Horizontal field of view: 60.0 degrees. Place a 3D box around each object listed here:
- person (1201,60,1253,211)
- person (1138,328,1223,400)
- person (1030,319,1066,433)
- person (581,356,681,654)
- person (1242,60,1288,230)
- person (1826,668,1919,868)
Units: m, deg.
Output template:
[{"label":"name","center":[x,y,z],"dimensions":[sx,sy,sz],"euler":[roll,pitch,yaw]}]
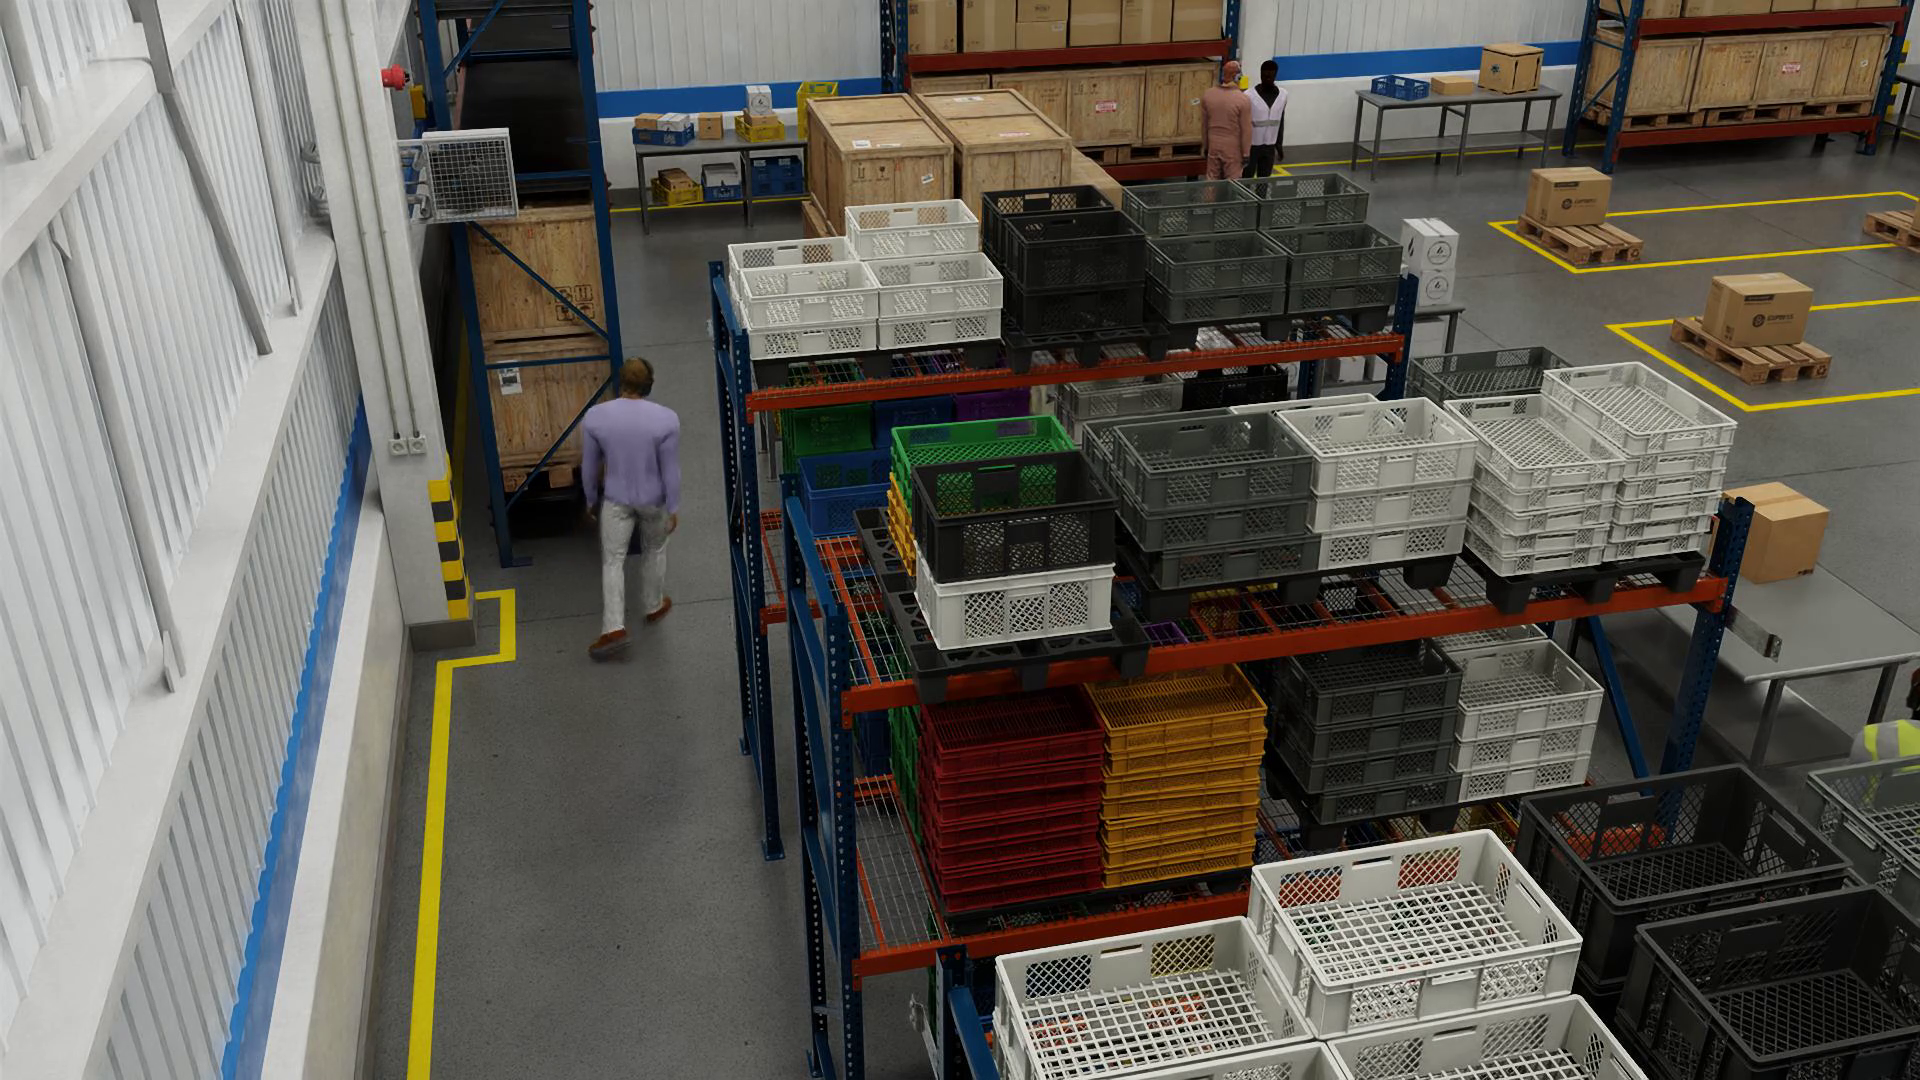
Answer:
[{"label":"person","center":[2.991,-4.384,18.594],"dimensions":[0.643,1.908,0.411],"euler":[23,35,36]},{"label":"person","center":[1.576,-0.908,12.060],"dimensions":[0.682,1.856,0.346],"euler":[3,28,6]},{"label":"person","center":[0.634,-1.291,12.764],"dimensions":[0.335,1.873,0.519],"euler":[-9,29,-16]},{"label":"person","center":[-2.101,-0.198,10.676],"dimensions":[0.668,1.903,0.764],"euler":[-1,28,-2]},{"label":"person","center":[3.363,-4.418,18.648],"dimensions":[0.590,1.916,0.393],"euler":[-10,29,-19]},{"label":"person","center":[4.335,1.384,7.730],"dimensions":[0.628,1.836,0.429],"euler":[4,28,8]}]
